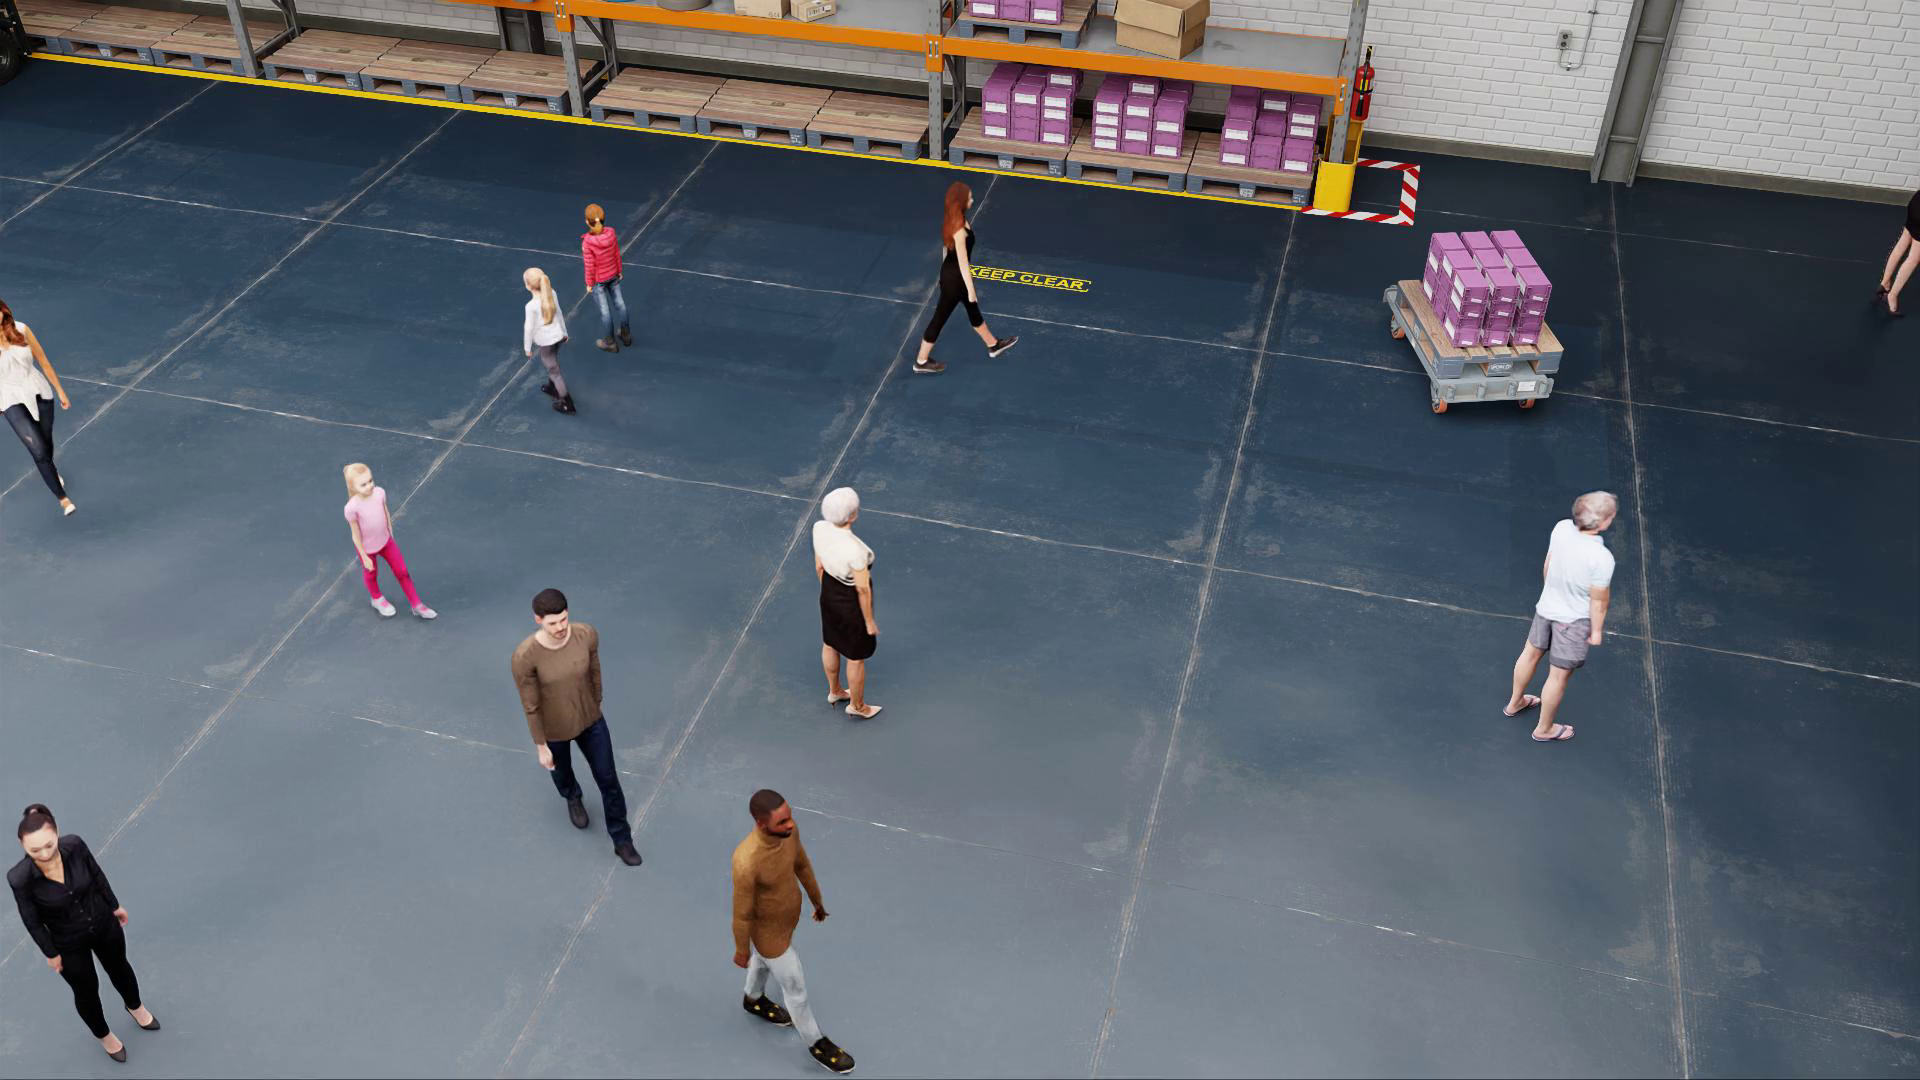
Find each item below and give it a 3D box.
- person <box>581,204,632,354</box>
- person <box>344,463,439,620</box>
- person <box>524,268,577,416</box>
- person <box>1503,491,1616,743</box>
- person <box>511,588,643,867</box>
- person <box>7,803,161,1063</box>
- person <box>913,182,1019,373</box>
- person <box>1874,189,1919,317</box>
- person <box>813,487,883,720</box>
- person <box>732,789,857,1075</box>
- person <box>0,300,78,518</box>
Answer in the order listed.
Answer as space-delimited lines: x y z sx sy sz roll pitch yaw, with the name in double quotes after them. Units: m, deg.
-2.962 -2.190 13.887 0.603 1.317 0.587 30 47 32 "person"
-3.991 -0.004 11.199 0.847 1.254 0.676 27 46 30 "person"
-3.194 -1.553 13.132 0.754 1.263 0.621 21 43 24 "person"
3.685 0.453 10.163 0.775 1.832 0.733 -16 41 -19 "person"
-2.272 0.977 9.490 1.074 1.854 1.124 -18 42 -21 "person"
-4.406 1.979 8.350 0.569 1.711 0.624 22 44 25 "person"
-0.135 -2.078 13.453 1.202 1.683 0.878 -5 39 -7 "person"
8.261 -2.798 14.258 0.511 1.803 0.624 5 39 6 "person"
-0.711 0.406 10.284 0.764 1.754 0.651 -30 48 -32 "person"
-1.021 1.890 8.399 1.041 1.789 0.784 17 42 20 "person"
-6.836 -1.055 12.126 0.968 1.741 1.181 -31 48 -33 "person"
